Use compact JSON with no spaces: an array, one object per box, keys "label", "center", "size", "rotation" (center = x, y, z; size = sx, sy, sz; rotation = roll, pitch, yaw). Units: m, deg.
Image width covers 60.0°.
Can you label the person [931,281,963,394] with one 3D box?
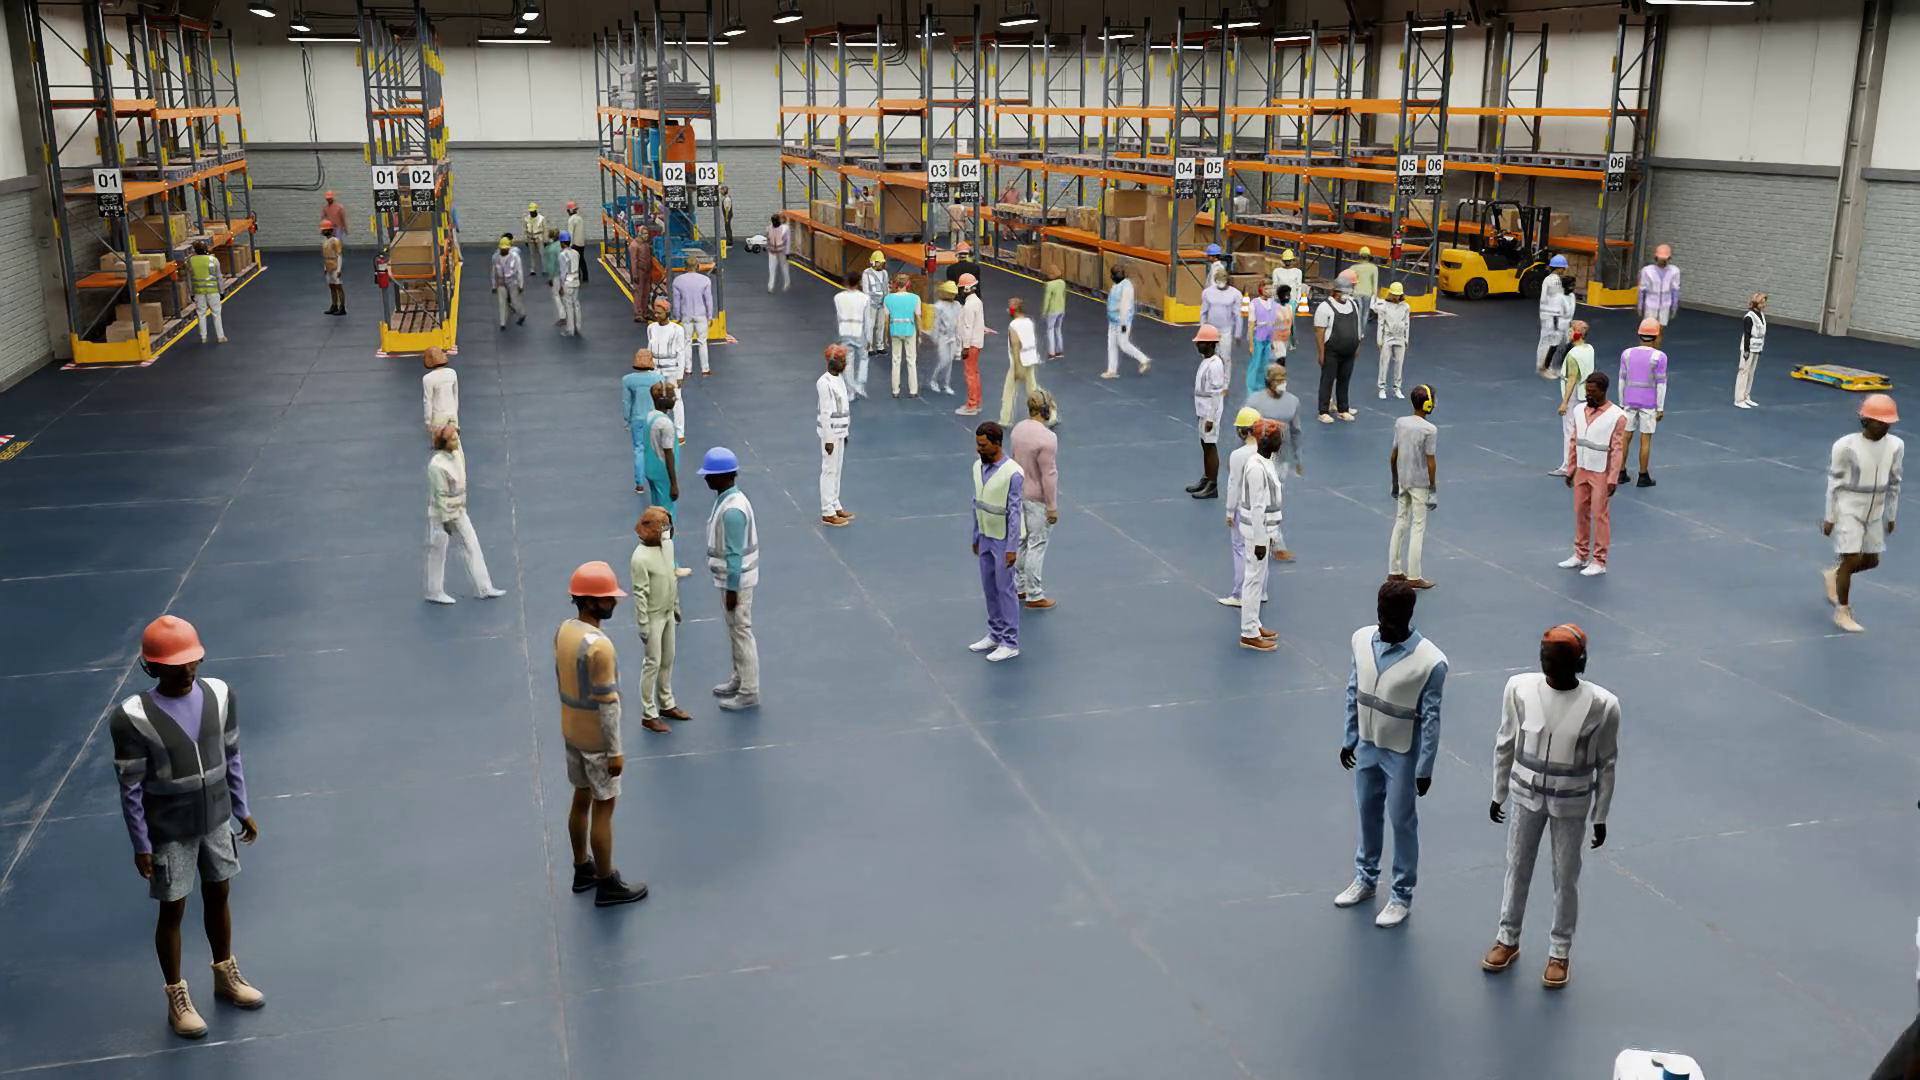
[{"label":"person","center":[-0.182,-3.033,24.966],"size":[0.495,1.721,0.437],"rotation":[-14,20,-42]}]

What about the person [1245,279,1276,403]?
[{"label":"person","center":[4.345,-2.863,24.084],"size":[0.372,1.843,0.570],"rotation":[14,20,43]}]

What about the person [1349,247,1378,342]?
[{"label":"person","center":[7.362,-4.499,30.478],"size":[0.536,1.722,0.898],"rotation":[2,15,8]}]

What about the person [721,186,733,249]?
[{"label":"person","center":[-6.914,-9.564,49.320],"size":[0.350,1.838,0.504],"rotation":[-1,15,-5]}]

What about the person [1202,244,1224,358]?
[{"label":"person","center":[4.361,-4.092,28.535],"size":[0.415,1.940,0.608],"rotation":[3,15,12]}]

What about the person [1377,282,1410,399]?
[{"label":"person","center":[6.423,-2.953,24.646],"size":[0.490,1.731,0.322],"rotation":[-2,15,-9]}]

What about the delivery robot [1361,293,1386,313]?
[{"label":"delivery robot","center":[8.208,-4.712,33.337],"size":[0.707,0.478,0.477],"rotation":[-10,18,-35]}]

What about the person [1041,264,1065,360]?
[{"label":"person","center":[1.607,-3.900,28.413],"size":[0.344,1.617,0.511],"rotation":[11,18,35]}]

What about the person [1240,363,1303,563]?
[{"label":"person","center":[3.011,-0.800,16.234],"size":[0.644,1.900,0.999],"rotation":[-7,17,-26]}]

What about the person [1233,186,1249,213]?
[{"label":"person","center":[7.963,-9.148,47.578],"size":[0.628,1.936,0.409],"rotation":[-7,16,-25]}]

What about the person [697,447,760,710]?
[{"label":"person","center":[-1.674,0.272,12.121],"size":[0.421,1.937,0.609],"rotation":[-4,15,-14]}]

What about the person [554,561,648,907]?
[{"label":"person","center":[-1.998,1.058,9.158],"size":[0.376,1.934,0.547],"rotation":[-12,19,-37]}]

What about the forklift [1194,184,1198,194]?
[{"label":"forklift","center":[7.392,-11.333,53.972],"size":[1.873,2.768,1.129],"rotation":[-4,15,-15]}]

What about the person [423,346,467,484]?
[{"label":"person","center":[-5.916,-1.400,19.011],"size":[0.295,1.628,0.500],"rotation":[8,17,27]}]

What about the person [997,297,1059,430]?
[{"label":"person","center":[0.894,-2.335,22.214],"size":[0.951,1.798,0.572],"rotation":[9,17,30]}]

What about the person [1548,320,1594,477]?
[{"label":"person","center":[7.224,-1.657,19.537],"size":[0.390,1.850,0.565],"rotation":[11,19,36]}]

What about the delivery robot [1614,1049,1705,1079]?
[{"label":"delivery robot","center":[2.885,2.353,6.752],"size":[0.477,0.478,0.707],"rotation":[3,15,11]}]

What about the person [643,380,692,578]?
[{"label":"person","center":[-2.748,-0.564,15.434],"size":[0.344,1.845,0.506],"rotation":[-9,17,-31]}]

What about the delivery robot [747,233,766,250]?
[{"label":"delivery robot","center":[-5.808,-8.635,48.099],"size":[0.707,0.478,0.477],"rotation":[-12,19,-37]}]

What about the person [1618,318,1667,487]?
[{"label":"person","center":[7.814,-1.575,19.059],"size":[0.360,1.939,0.545],"rotation":[-14,20,-42]}]

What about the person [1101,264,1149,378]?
[{"label":"person","center":[2.621,-3.482,26.460],"size":[0.682,1.824,0.639],"rotation":[-5,16,-18]}]

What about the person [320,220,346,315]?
[{"label":"person","center":[-12.896,-5.587,34.154],"size":[0.542,1.939,0.366],"rotation":[11,19,37]}]

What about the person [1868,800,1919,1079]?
[{"label":"person","center":[3.773,1.837,6.322],"size":[0.725,1.882,0.487],"rotation":[-13,20,-40]}]

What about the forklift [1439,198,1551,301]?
[{"label":"forklift","center":[11.913,-6.508,37.130],"size":[2.313,2.155,1.214],"rotation":[-4,15,-15]}]

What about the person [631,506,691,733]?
[{"label":"person","center":[-2.117,0.546,11.685],"size":[0.288,1.623,0.507],"rotation":[5,16,18]}]

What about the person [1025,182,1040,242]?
[{"label":"person","center":[2.252,-10.165,51.555],"size":[0.527,1.856,0.346],"rotation":[6,16,20]}]

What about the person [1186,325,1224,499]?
[{"label":"person","center":[2.738,-1.425,18.495],"size":[0.363,1.939,0.542],"rotation":[-1,15,-3]}]

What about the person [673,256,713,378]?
[{"label":"person","center":[-4.236,-3.550,26.493],"size":[0.631,1.939,0.372],"rotation":[0,15,1]}]

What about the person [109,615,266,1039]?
[{"label":"person","center":[-3.644,1.336,7.904],"size":[0.377,2.045,0.605],"rotation":[10,18,33]}]

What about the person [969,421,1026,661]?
[{"label":"person","center":[0.289,-0.008,13.235],"size":[0.414,1.907,0.595],"rotation":[-10,18,-33]}]

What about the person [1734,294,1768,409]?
[{"label":"person","center":[11.402,-2.725,23.961],"size":[0.305,1.639,0.522],"rotation":[14,20,42]}]

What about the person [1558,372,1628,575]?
[{"label":"person","center":[5.941,-0.632,15.577],"size":[0.402,1.908,0.598],"rotation":[-7,17,-25]}]

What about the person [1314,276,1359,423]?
[{"label":"person","center":[5.202,-2.626,22.819],"size":[0.686,2.000,0.535],"rotation":[-8,17,-27]}]

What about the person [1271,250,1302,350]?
[{"label":"person","center":[5.772,-4.249,29.452],"size":[0.525,1.769,0.316],"rotation":[2,15,8]}]

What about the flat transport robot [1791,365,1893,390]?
[{"label":"flat transport robot","center":[13.726,-2.544,25.900],"size":[0.652,0.197,1.431],"rotation":[-3,15,-12]}]

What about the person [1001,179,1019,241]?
[{"label":"person","center":[1.590,-10.328,52.062],"size":[0.646,1.906,0.404],"rotation":[-8,17,-28]}]

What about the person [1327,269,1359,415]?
[{"label":"person","center":[5.374,-2.774,23.369],"size":[0.394,2.044,0.609],"rotation":[-8,17,-29]}]
